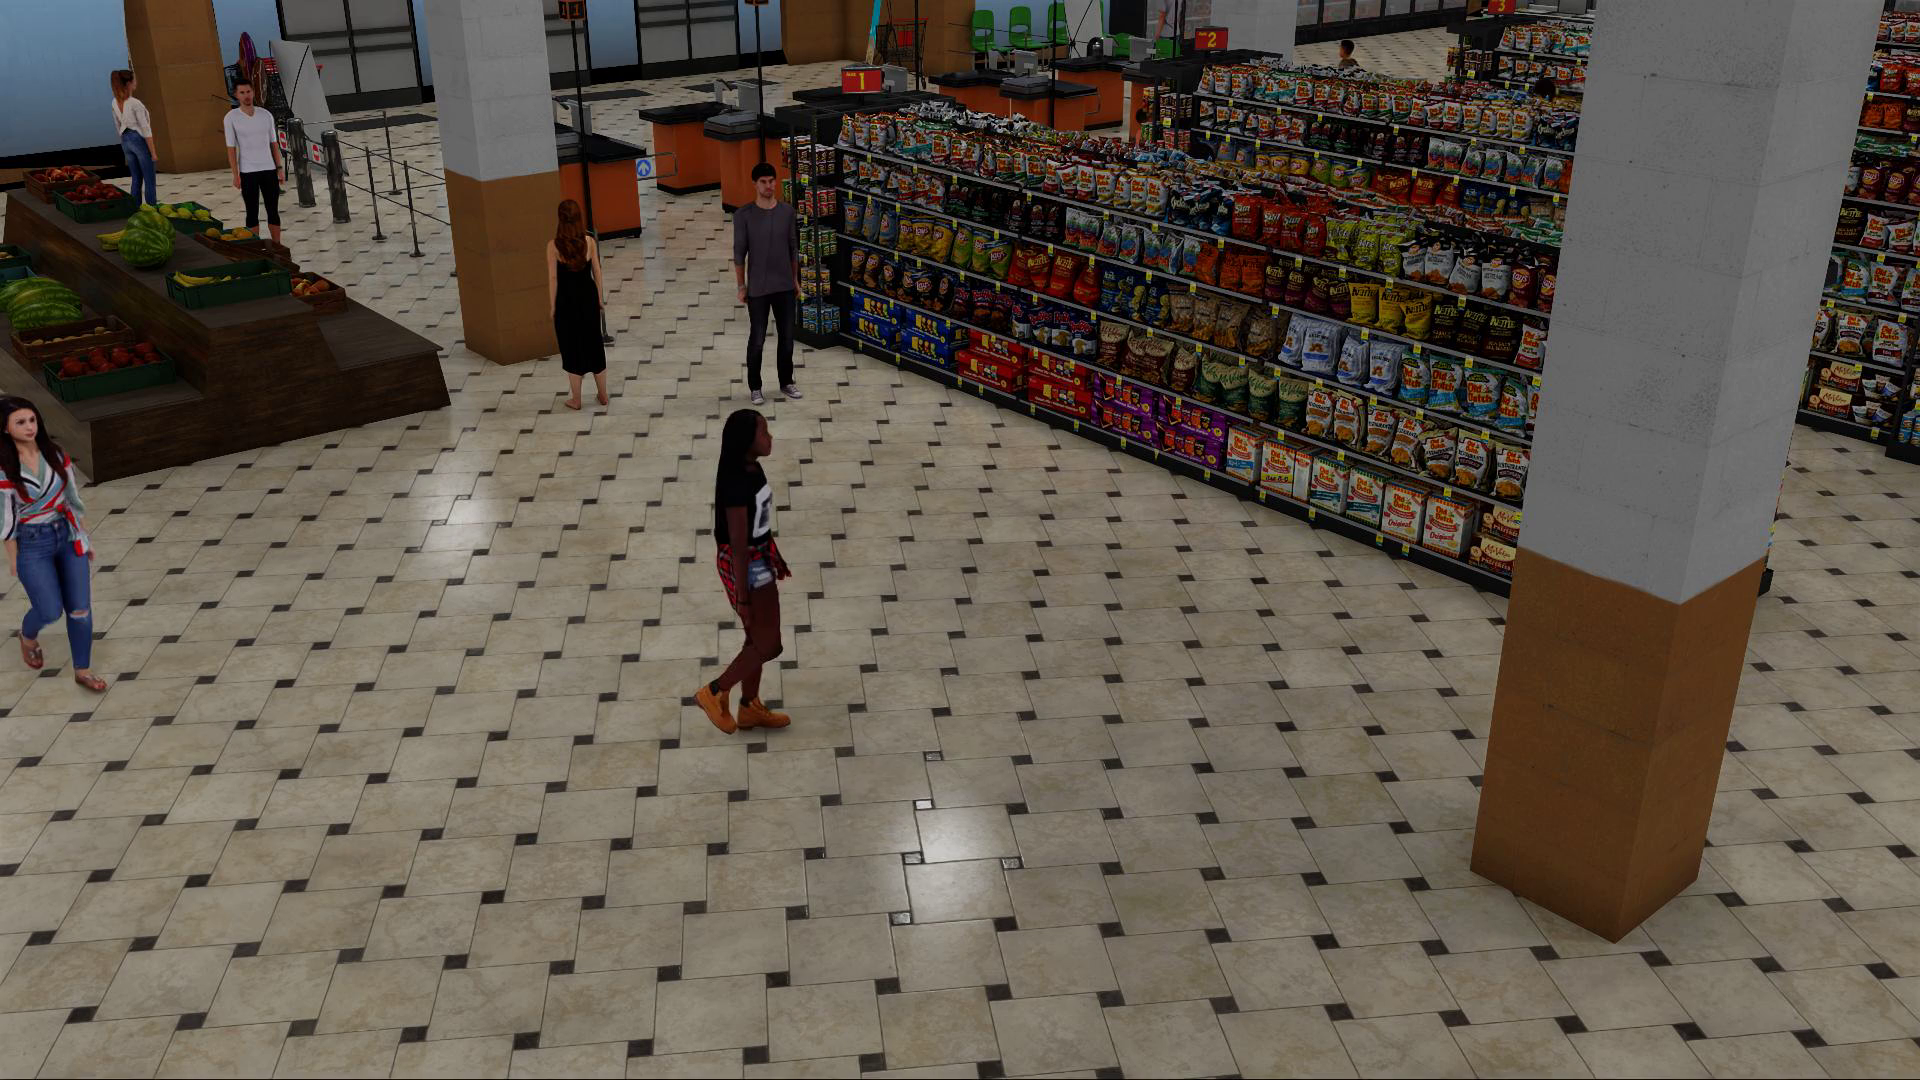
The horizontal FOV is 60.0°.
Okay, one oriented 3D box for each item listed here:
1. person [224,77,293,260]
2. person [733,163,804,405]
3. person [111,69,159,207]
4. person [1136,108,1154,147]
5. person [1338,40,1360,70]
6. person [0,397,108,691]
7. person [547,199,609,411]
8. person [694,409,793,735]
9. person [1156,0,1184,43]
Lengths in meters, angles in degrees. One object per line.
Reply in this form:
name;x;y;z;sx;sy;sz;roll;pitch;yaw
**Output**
person;-7.188;-3.782;17.003;0.663;1.851;0.555;-17;29;-34
person;-1.483;-2.000;12.928;0.719;1.853;0.610;-12;26;-26
person;-9.106;-4.326;18.409;0.598;1.719;0.742;11;26;24
person;2.035;-4.142;18.498;0.619;1.311;0.535;-4;24;-8
person;5.271;-6.097;22.787;0.601;1.454;0.606;19;30;36
person;-4.771;0.022;8.624;0.862;1.599;0.727;15;28;30
person;-2.942;-1.807;12.772;0.616;1.624;0.612;-13;27;-28
person;-1.111;0.197;8.082;0.873;1.713;0.819;1;24;2
person;3.503;-8.554;27.862;0.668;1.889;0.540;-19;30;-37
